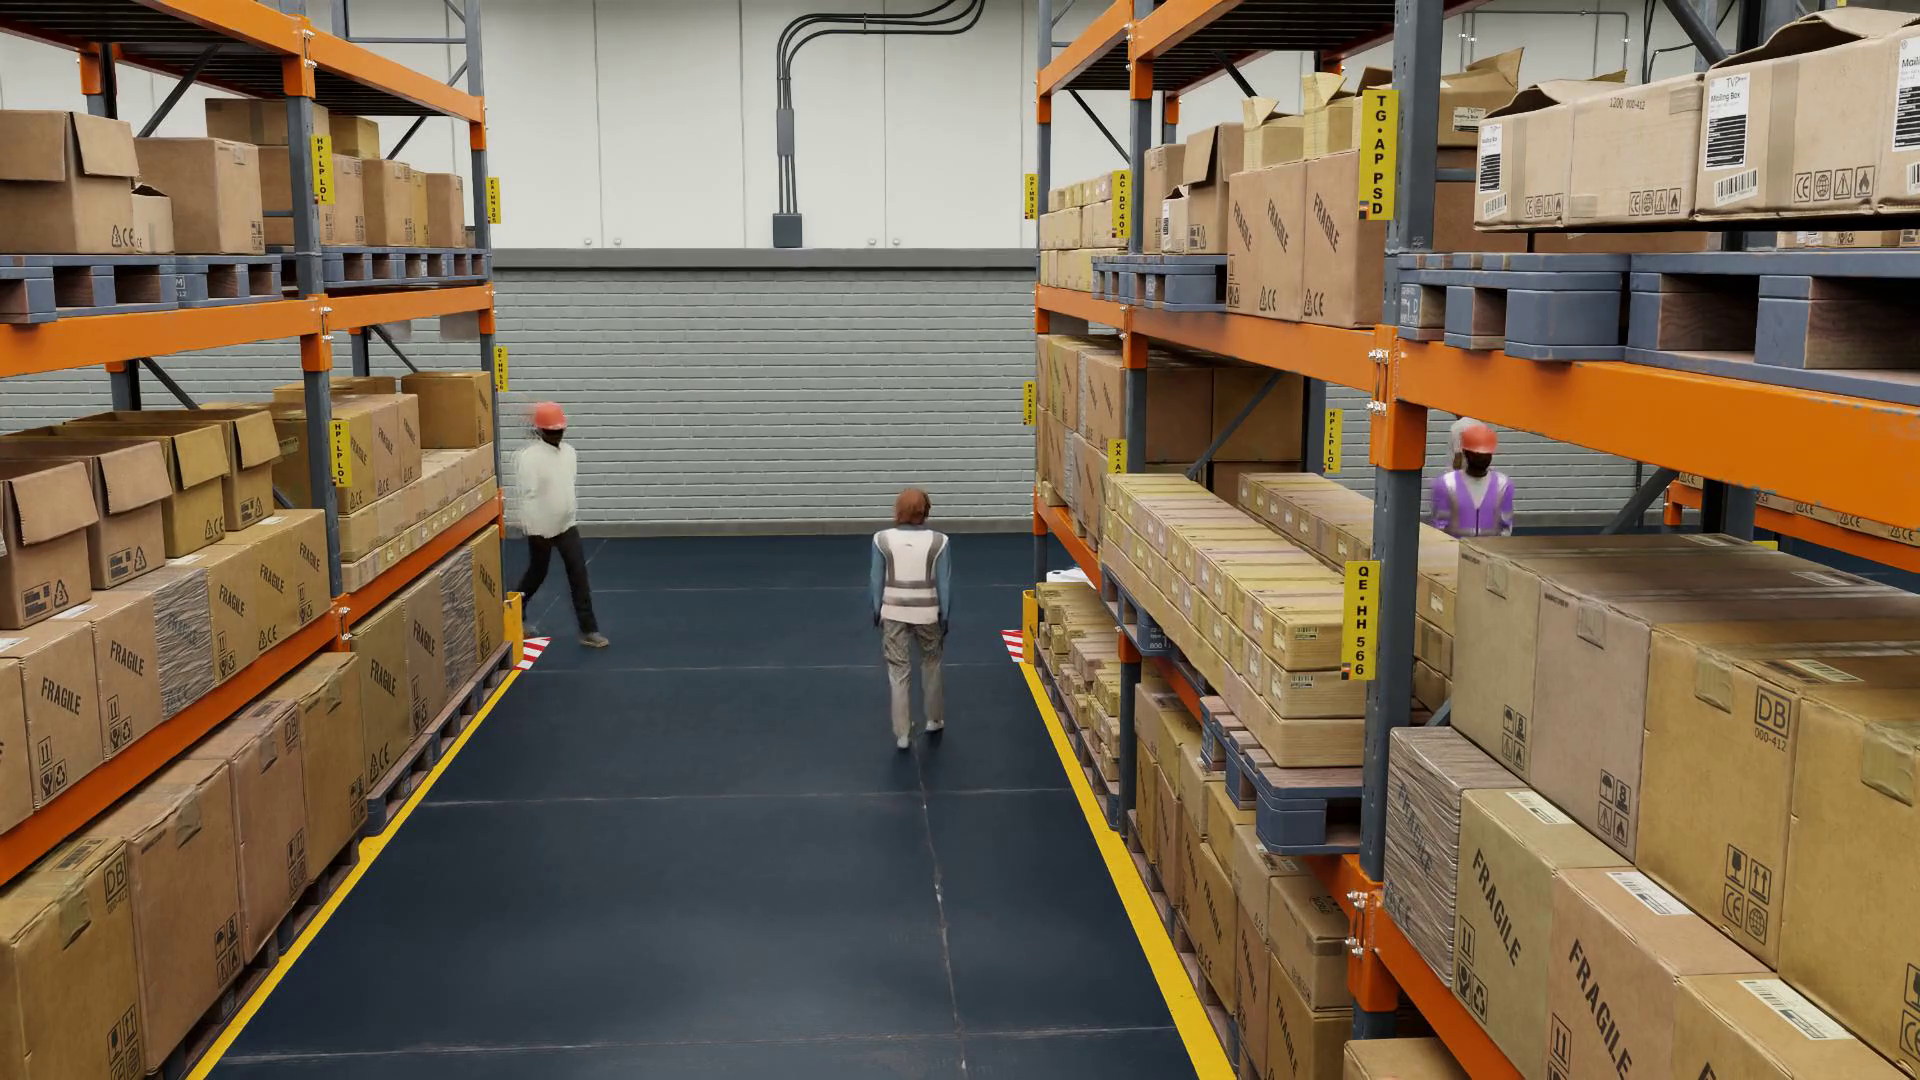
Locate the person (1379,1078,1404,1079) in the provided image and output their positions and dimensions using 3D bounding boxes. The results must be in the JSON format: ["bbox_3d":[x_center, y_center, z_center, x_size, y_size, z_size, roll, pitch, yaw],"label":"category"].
[{"bbox_3d":[0.590,1.711,2.267,0.551,1.919,0.719,0,10,0],"label":"person"}]

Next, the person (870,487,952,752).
[{"bbox_3d":[-0.302,0.474,10.416,0.520,1.613,0.707,0,10,2],"label":"person"}]

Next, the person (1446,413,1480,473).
[{"bbox_3d":[4.620,-0.495,15.369,0.309,1.868,0.535,8,13,40],"label":"person"}]

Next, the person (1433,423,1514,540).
[{"bbox_3d":[3.509,0.147,11.434,0.559,1.925,0.477,1,10,4],"label":"person"}]

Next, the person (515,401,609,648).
[{"bbox_3d":[-3.251,-0.130,13.026,1.005,1.945,0.626,6,11,30],"label":"person"}]

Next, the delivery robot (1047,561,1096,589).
[{"bbox_3d":[0.992,0.403,13.662,0.707,0.478,0.477,9,13,43],"label":"delivery robot"}]
